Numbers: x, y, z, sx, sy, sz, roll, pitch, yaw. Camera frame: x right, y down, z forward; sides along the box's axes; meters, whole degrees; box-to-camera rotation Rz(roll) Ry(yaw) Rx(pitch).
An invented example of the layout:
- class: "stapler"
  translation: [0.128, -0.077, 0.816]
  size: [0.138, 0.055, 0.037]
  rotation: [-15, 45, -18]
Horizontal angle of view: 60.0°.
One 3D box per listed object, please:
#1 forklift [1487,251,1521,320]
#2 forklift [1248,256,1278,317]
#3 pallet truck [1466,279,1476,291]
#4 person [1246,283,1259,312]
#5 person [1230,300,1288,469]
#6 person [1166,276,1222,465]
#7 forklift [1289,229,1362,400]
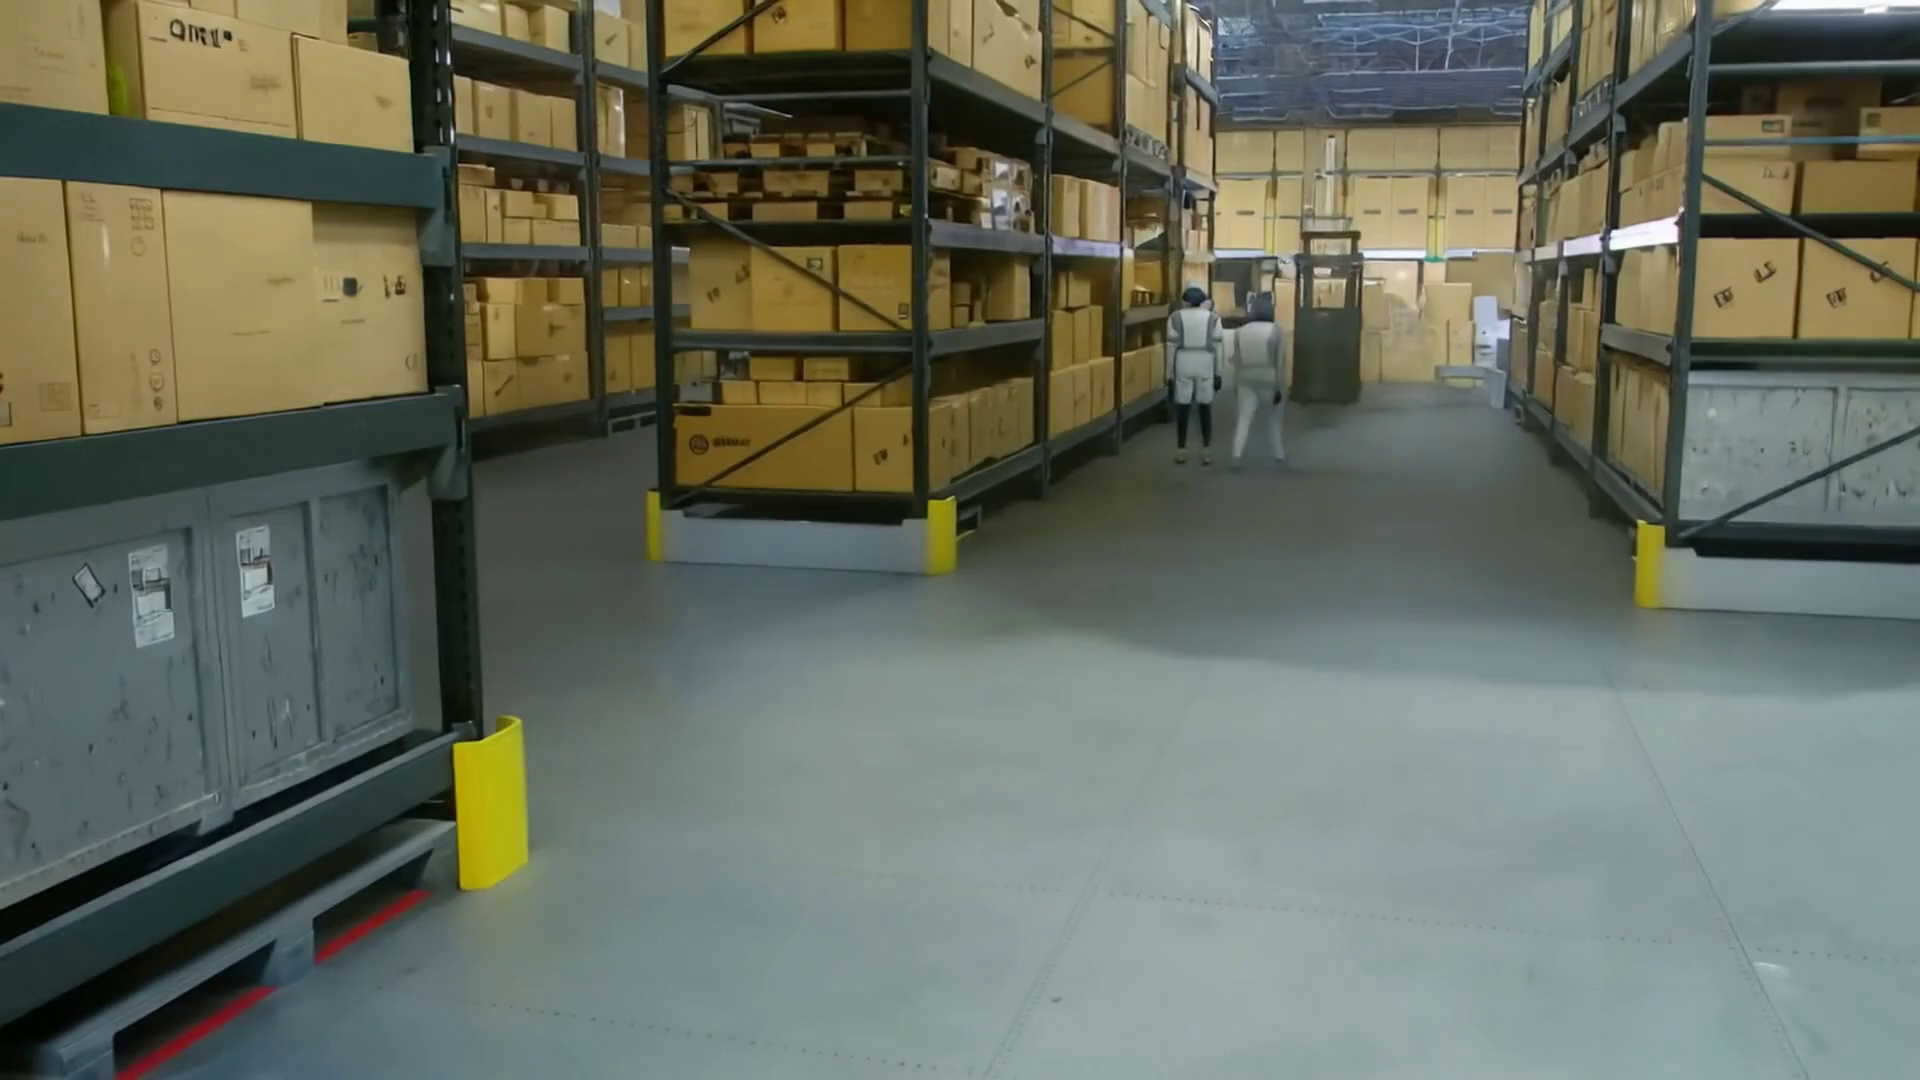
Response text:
- class: "forklift"
  translation: [15.998, -7.114, 48.972]
  size: [1.129, 2.768, 1.873]
  rotation: [-2, 9, -11]
- class: "forklift"
  translation: [11.207, -9.047, 61.251]
  size: [1.129, 2.768, 1.873]
  rotation: [2, 9, 15]
- class: "pallet truck"
  translation: [18.896, -8.459, 60.307]
  size: [1.885, 1.965, 0.823]
  rotation: [5, 10, 31]
- class: "person"
  translation: [10.943, -8.664, 61.969]
  size: [0.584, 1.882, 0.337]
  rotation: [3, 10, 20]
- class: "person"
  translation: [3.196, -1.655, 17.725]
  size: [0.624, 1.805, 0.838]
  rotation: [5, 10, 28]
- class: "person"
  translation: [2.523, -1.820, 17.982]
  size: [0.605, 2.045, 0.377]
  rotation: [1, 9, 4]
- class: "forklift"
  translation: [6.189, -3.797, 27.893]
  size: [1.129, 2.768, 1.873]
  rotation: [2, 9, 15]
